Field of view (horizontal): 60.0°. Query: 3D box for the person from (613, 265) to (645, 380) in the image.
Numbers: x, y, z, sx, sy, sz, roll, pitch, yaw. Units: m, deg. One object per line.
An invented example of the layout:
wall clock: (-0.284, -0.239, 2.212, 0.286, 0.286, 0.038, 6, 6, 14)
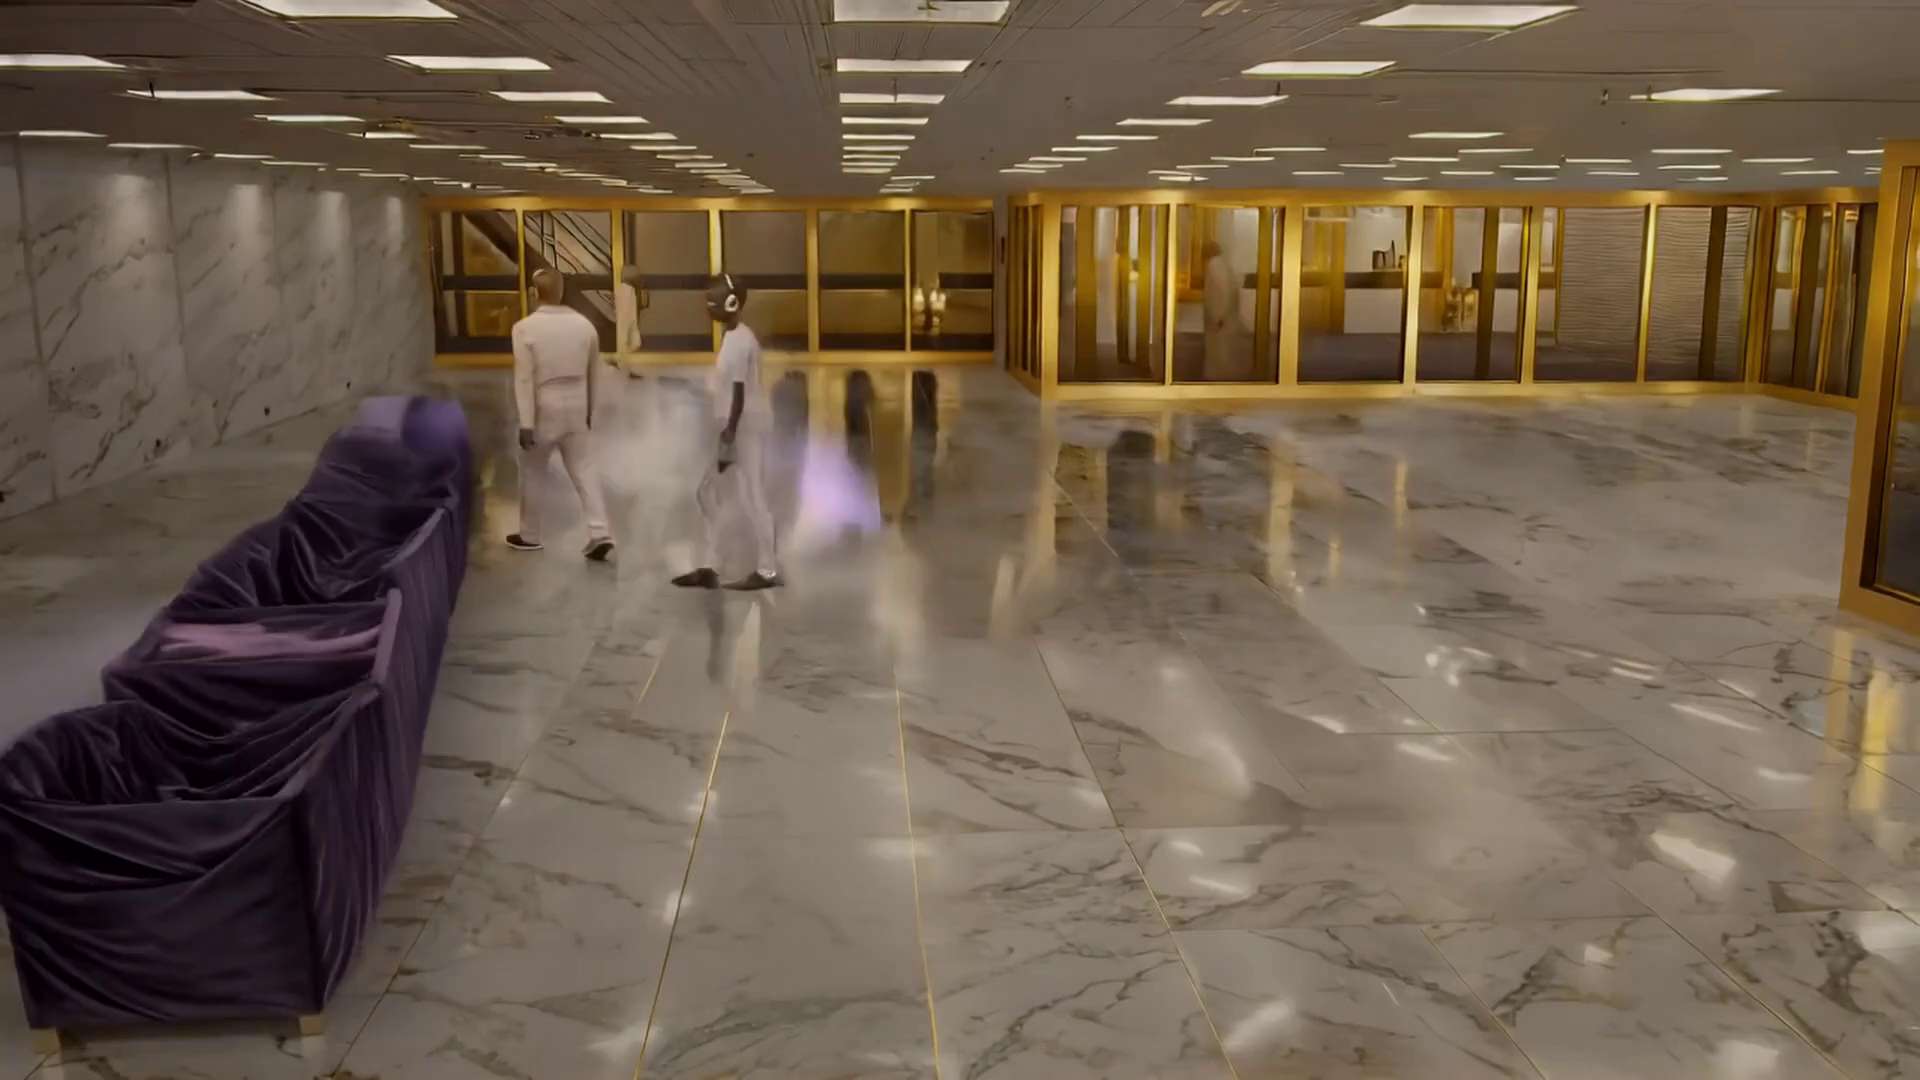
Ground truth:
person: (-4.648, -3.054, 23.402, 0.385, 1.618, 0.521, -4, 11, -20)

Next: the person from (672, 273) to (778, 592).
person: (-1.391, -0.592, 9.537, 0.740, 1.844, 0.565, -4, 11, -18)

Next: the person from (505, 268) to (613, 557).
person: (-2.589, -0.815, 10.721, 0.993, 1.862, 0.660, 10, 14, 42)
